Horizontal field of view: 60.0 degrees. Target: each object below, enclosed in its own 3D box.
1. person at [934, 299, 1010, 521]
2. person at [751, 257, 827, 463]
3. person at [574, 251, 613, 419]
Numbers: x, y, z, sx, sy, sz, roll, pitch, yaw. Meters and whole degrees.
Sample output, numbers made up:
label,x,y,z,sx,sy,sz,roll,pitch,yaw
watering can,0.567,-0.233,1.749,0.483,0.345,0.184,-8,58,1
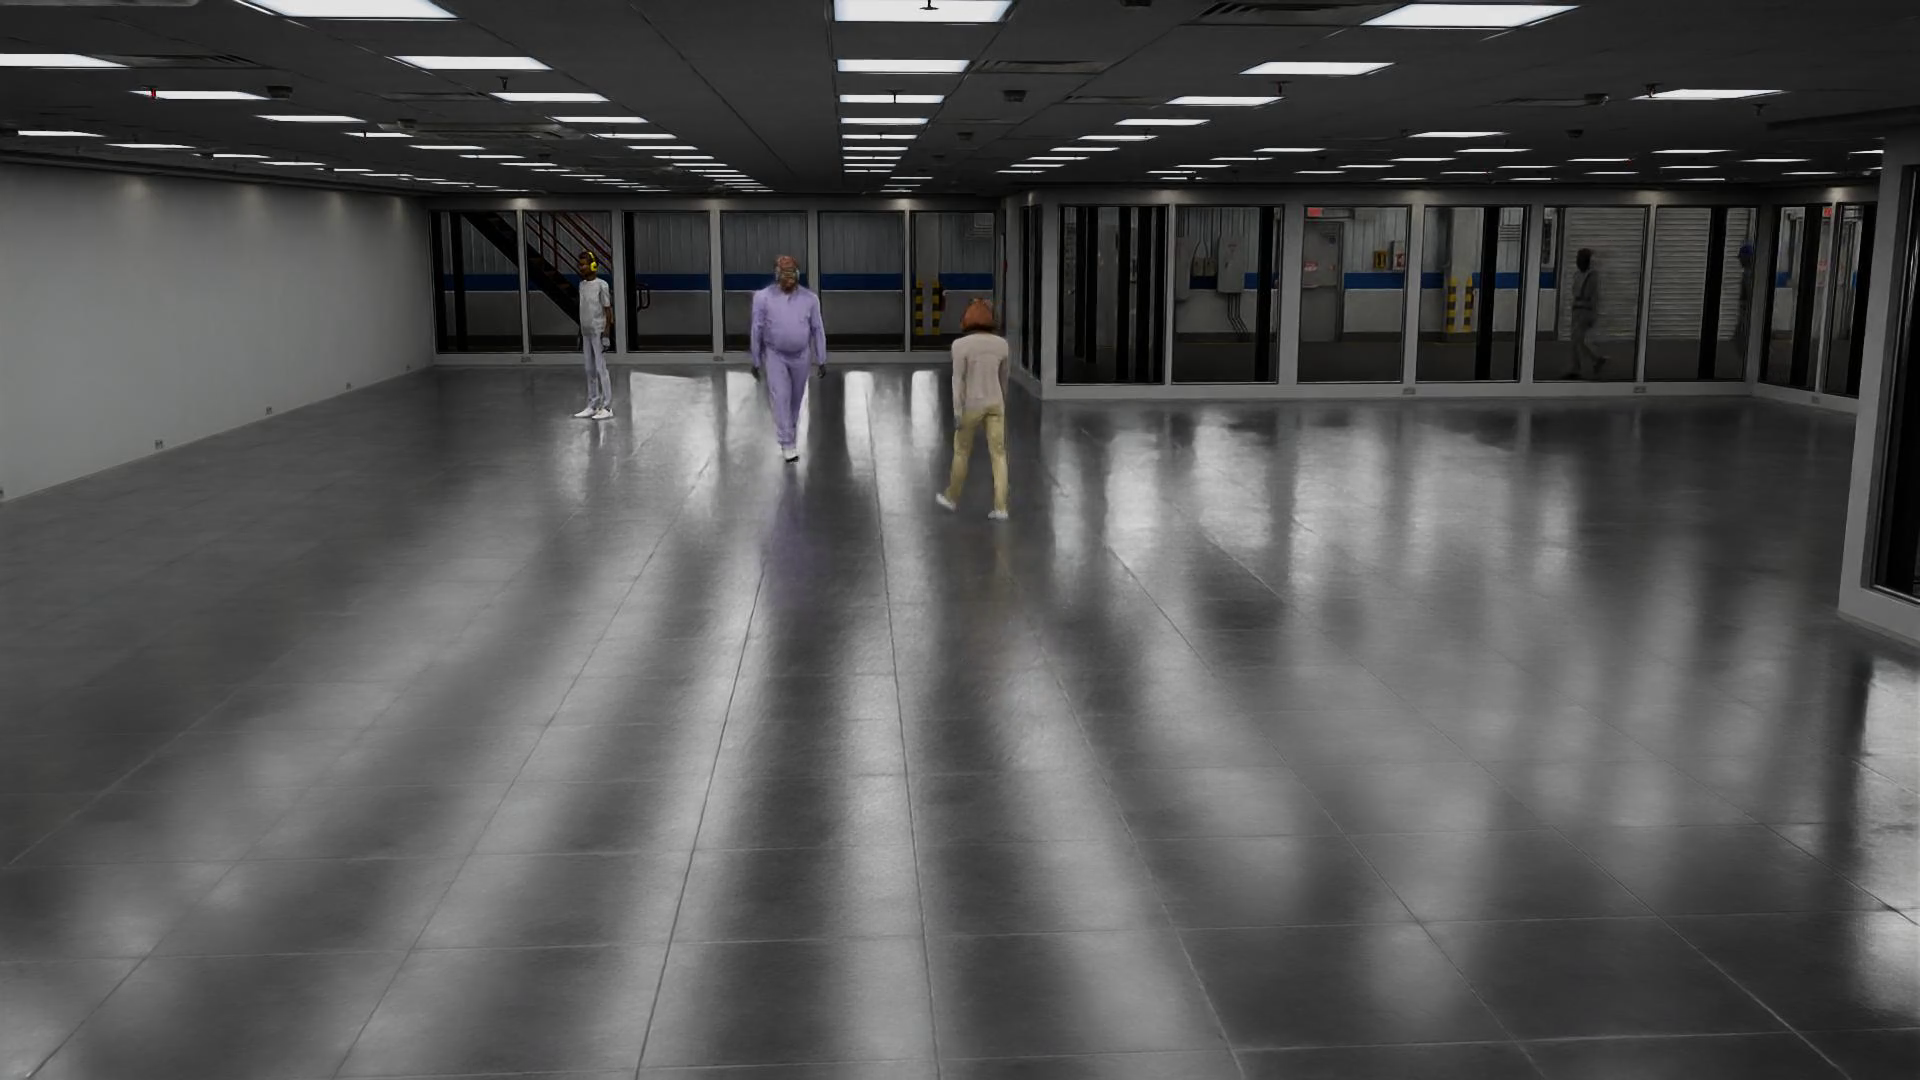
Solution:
label,x,y,z,sx,sy,sz,roll,pitch,yaw
person,0.120,-0.960,12.203,0.521,1.590,0.829,-6,12,-28
person,-1.565,-1.665,15.305,0.666,1.853,0.991,-4,11,-19
person,-4.105,-2.282,18.603,0.534,1.868,0.309,9,14,39
